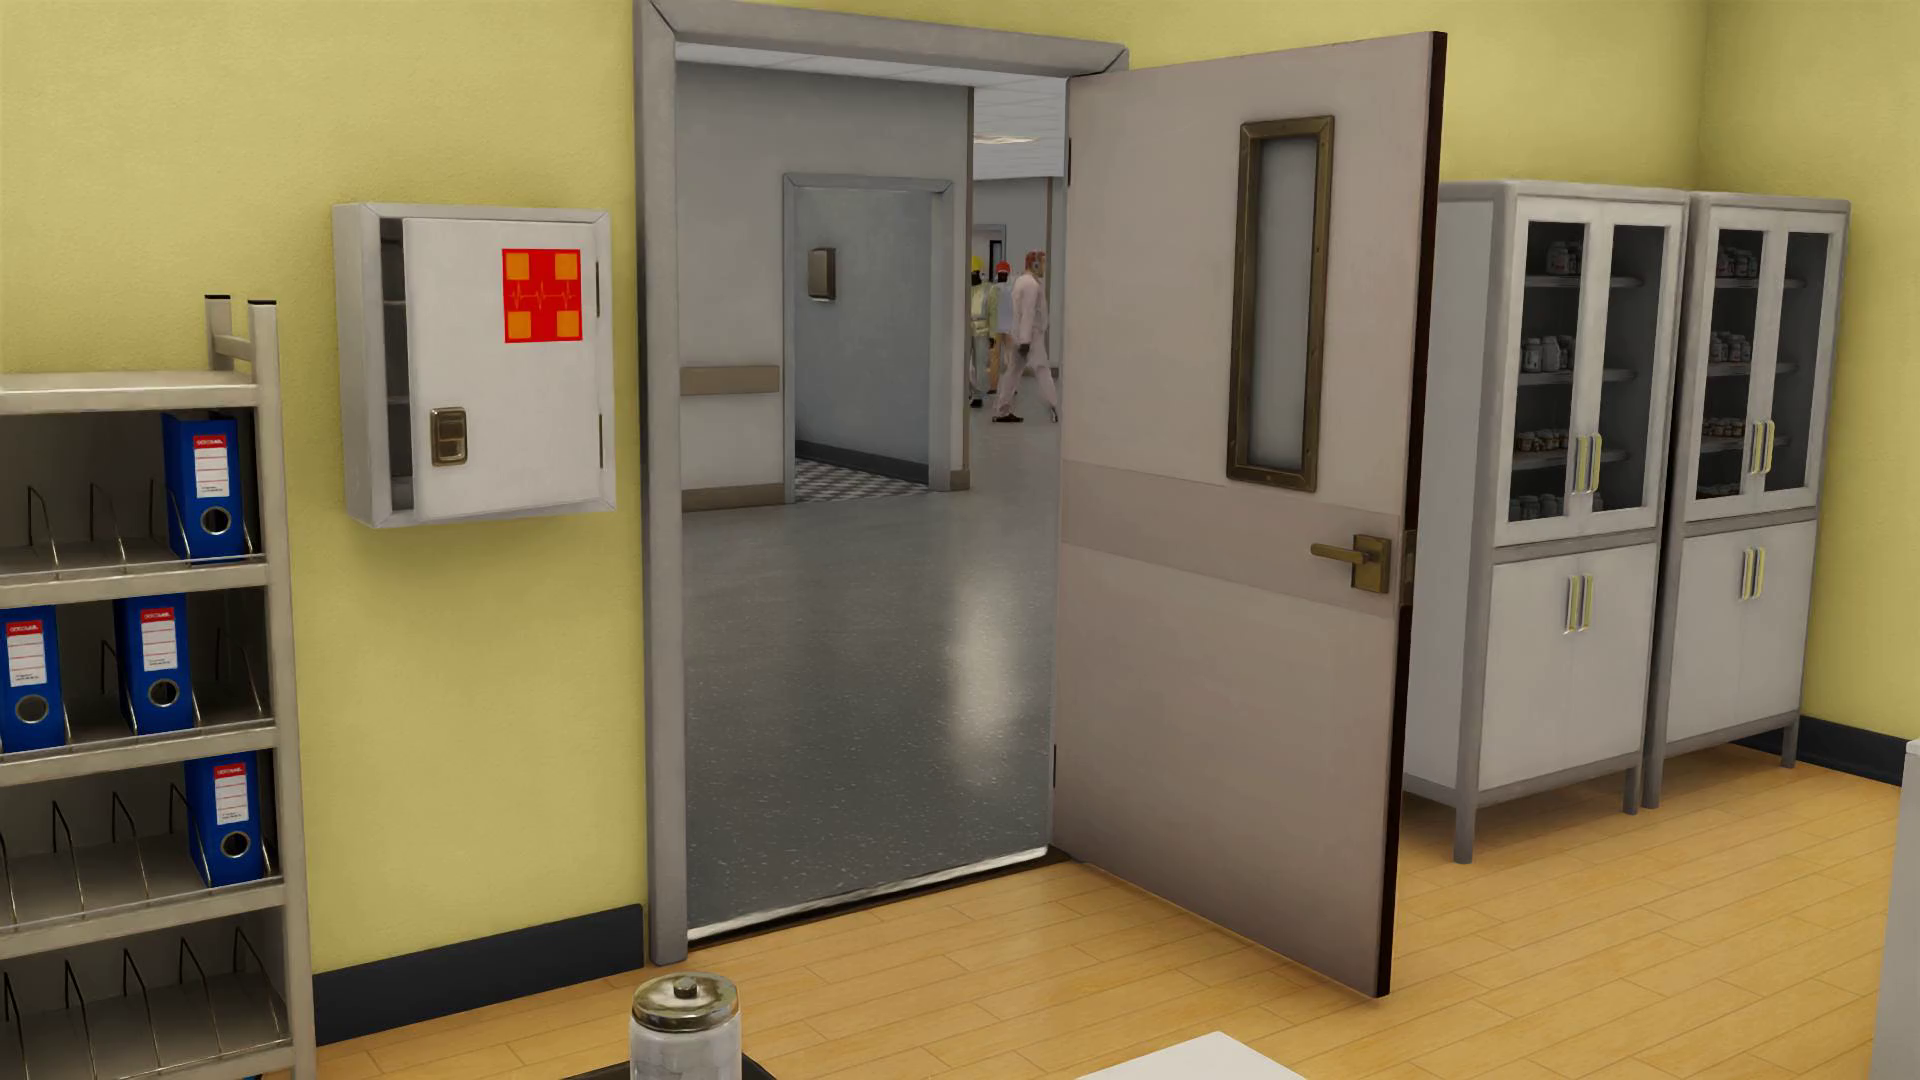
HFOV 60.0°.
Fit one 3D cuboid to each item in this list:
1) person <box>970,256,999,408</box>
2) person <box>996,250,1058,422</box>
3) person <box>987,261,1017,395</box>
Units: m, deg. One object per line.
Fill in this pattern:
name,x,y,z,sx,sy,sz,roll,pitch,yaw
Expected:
person,0.168,-2.470,19.835,0.595,1.813,0.432,4,10,19
person,0.856,-2.188,18.036,0.980,1.858,0.672,-1,10,-10
person,0.556,-2.780,21.870,0.561,1.753,0.330,0,10,-8
